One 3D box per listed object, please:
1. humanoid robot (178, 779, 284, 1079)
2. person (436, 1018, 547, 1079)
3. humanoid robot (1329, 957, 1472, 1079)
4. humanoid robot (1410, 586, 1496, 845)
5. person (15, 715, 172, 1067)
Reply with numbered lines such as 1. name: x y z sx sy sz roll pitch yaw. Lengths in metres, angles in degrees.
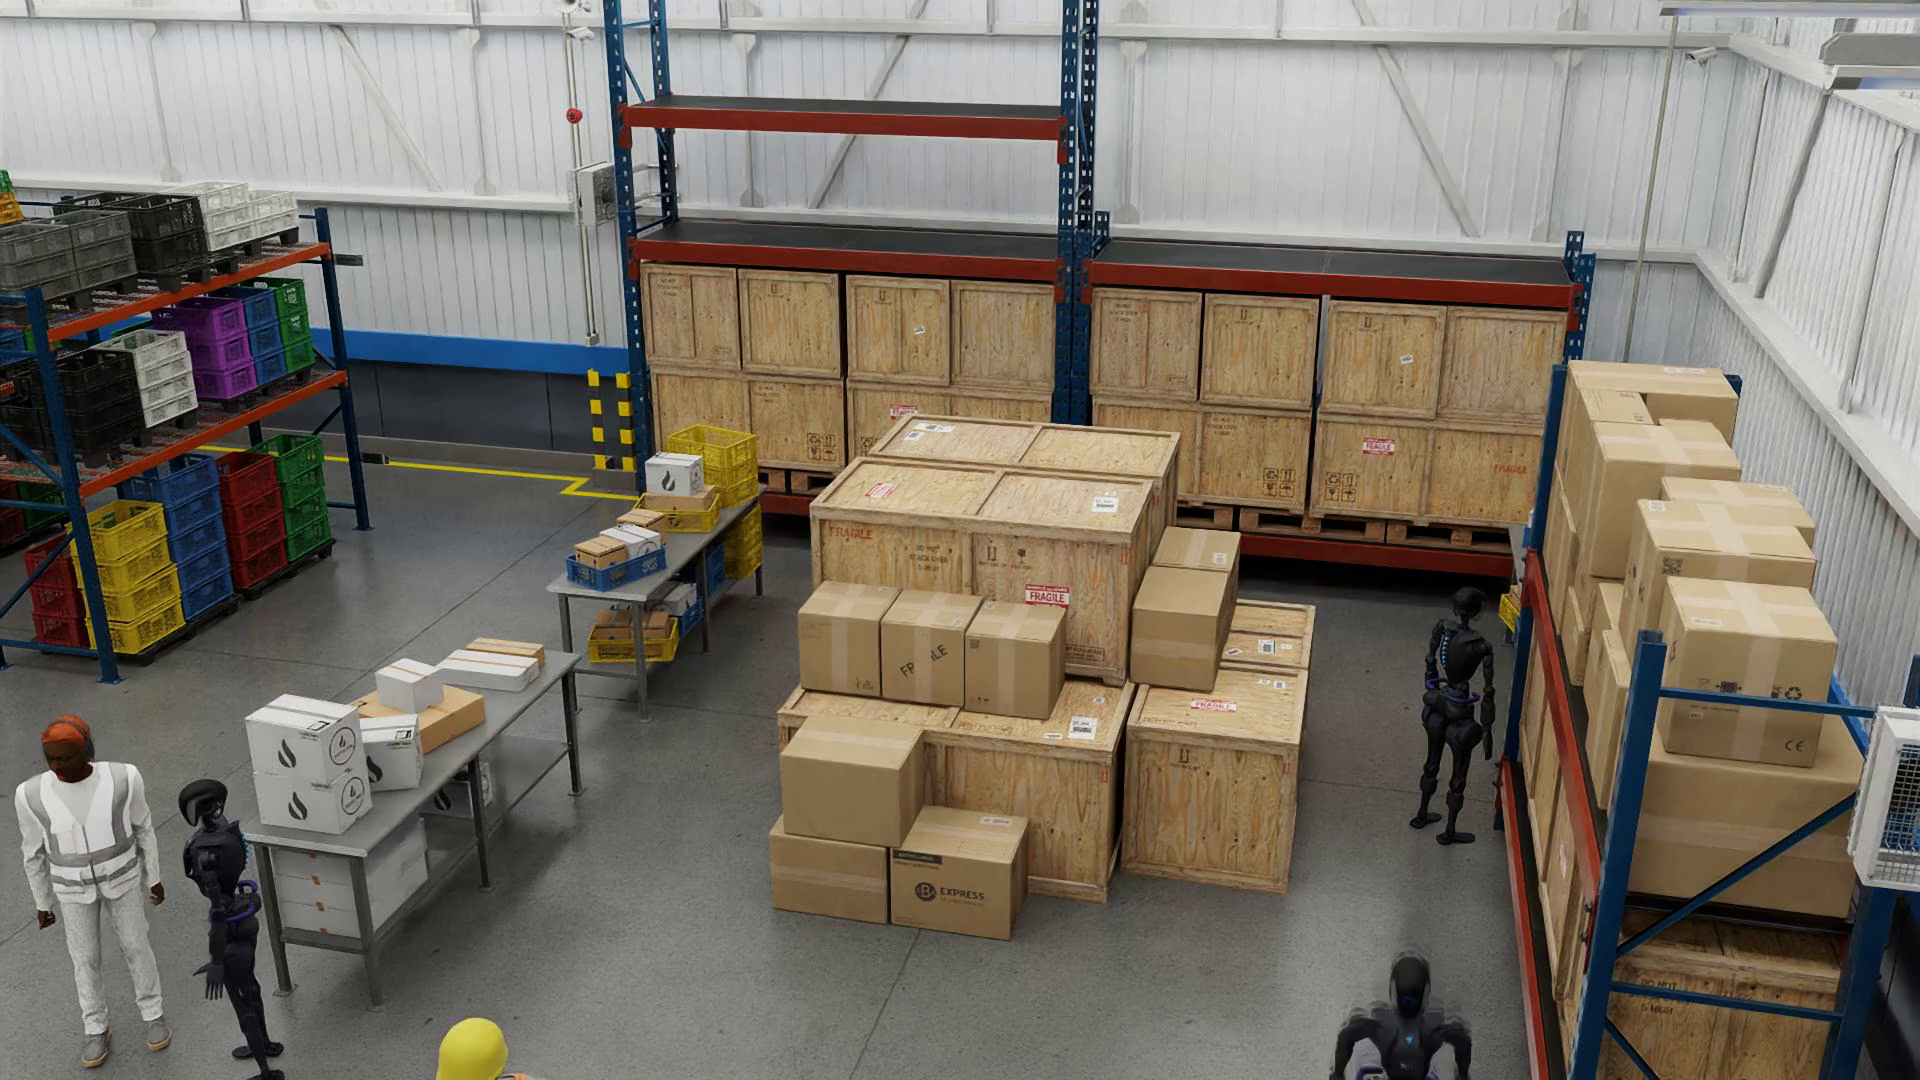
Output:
1. humanoid robot: -3.556 1.903 8.076 0.314 1.657 0.609 -7 22 -18
2. person: -1.685 2.545 6.069 0.591 1.922 0.374 -7 22 -17
3. humanoid robot: 1.760 2.427 6.755 0.603 1.629 0.712 5 21 12
4. humanoid robot: 3.059 1.063 10.269 0.312 1.660 0.608 -10 23 -25
5. person: -4.286 1.726 8.270 0.582 1.881 0.340 -10 23 -24
